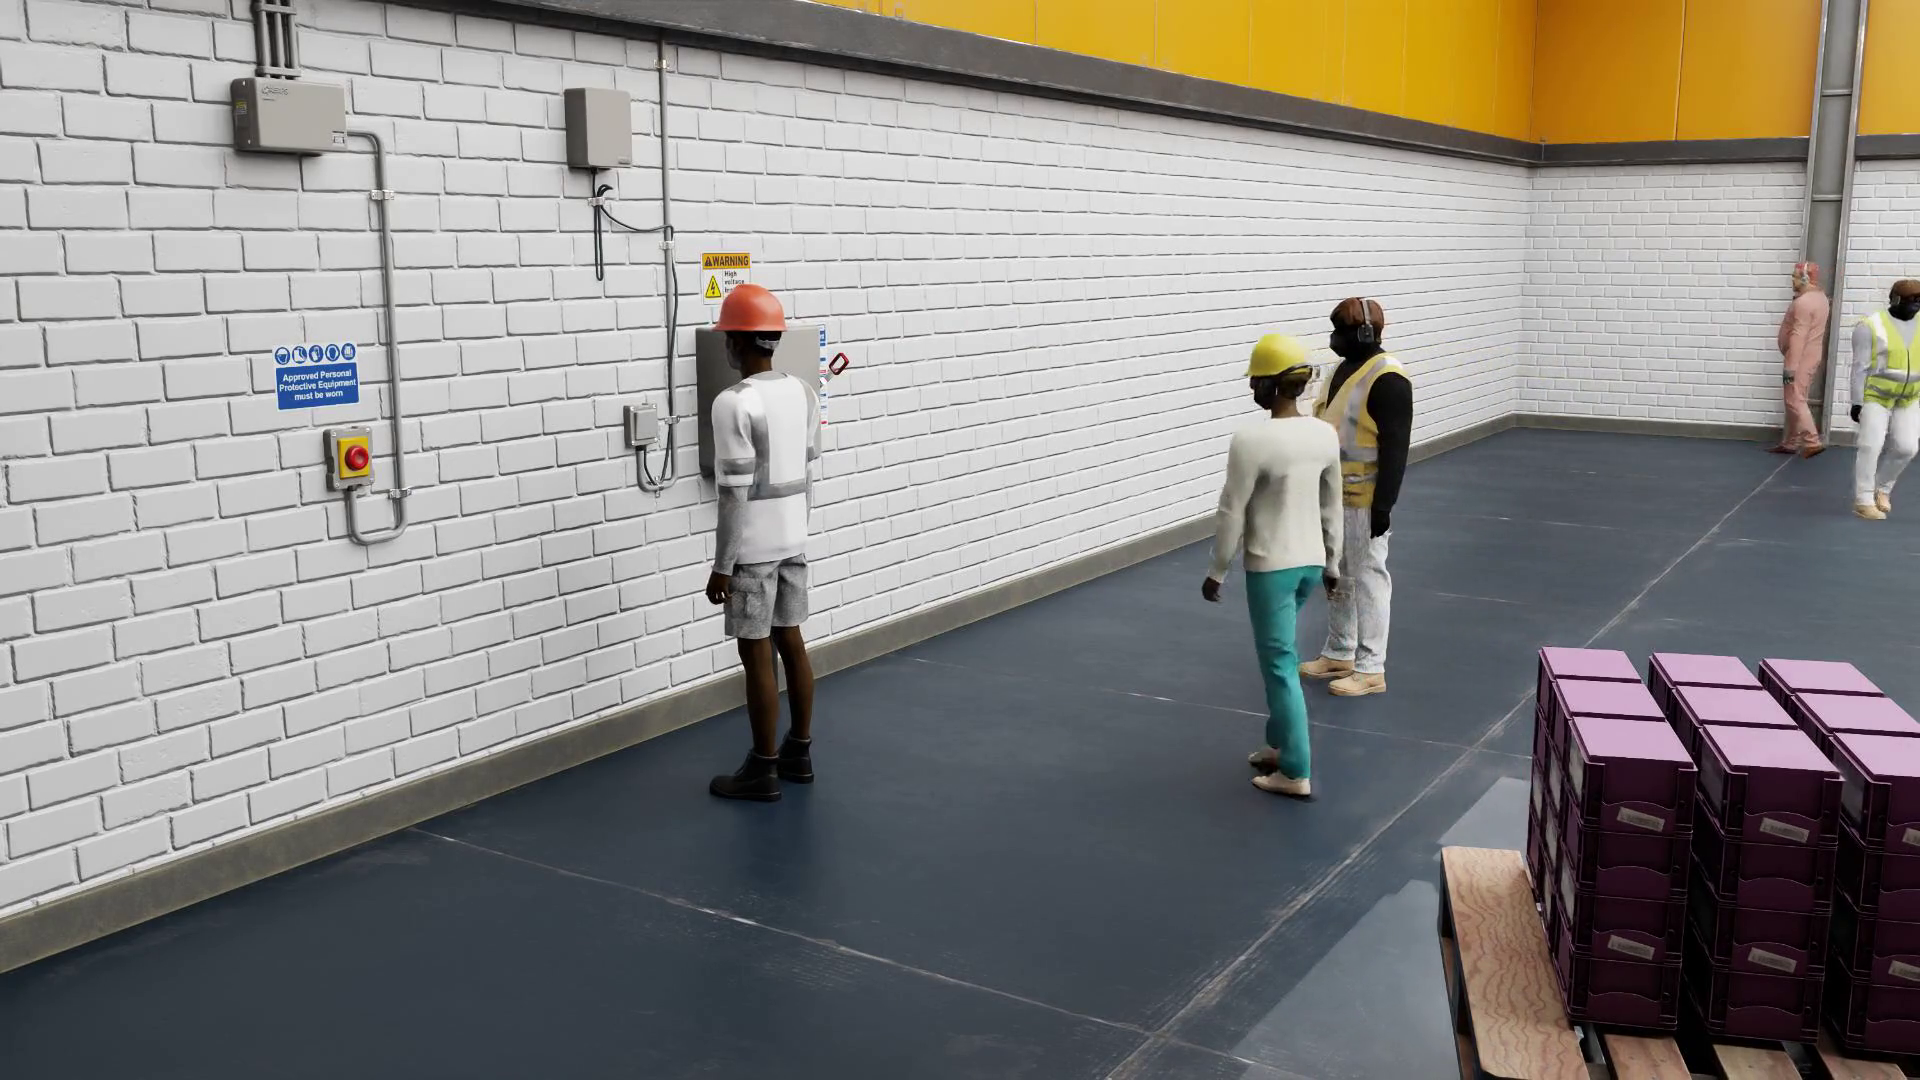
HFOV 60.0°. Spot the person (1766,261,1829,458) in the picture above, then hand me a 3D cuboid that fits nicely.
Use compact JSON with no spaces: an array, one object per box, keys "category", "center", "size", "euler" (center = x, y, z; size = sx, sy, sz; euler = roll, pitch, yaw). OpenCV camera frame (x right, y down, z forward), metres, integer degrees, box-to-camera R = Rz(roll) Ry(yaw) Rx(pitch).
[{"category":"person","center":[8.164,-1.737,16.148],"size":[0.495,1.924,0.667],"euler":[9,14,41]}]

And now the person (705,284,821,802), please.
[{"category":"person","center":[-0.760,0.017,6.256],"size":[0.360,1.939,0.543],"euler":[6,12,29]}]

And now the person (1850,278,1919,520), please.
[{"category":"person","center":[7.002,-1.056,12.529],"size":[0.669,1.823,0.436],"euler":[0,10,-2]}]

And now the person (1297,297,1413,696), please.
[{"category":"person","center":[1.826,-0.203,7.746],"size":[0.429,1.842,0.636],"euler":[-2,11,-13]}]

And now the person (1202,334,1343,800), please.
[{"category":"person","center":[1.172,0.096,6.341],"size":[0.528,1.747,0.598],"euler":[-8,13,-38]}]
